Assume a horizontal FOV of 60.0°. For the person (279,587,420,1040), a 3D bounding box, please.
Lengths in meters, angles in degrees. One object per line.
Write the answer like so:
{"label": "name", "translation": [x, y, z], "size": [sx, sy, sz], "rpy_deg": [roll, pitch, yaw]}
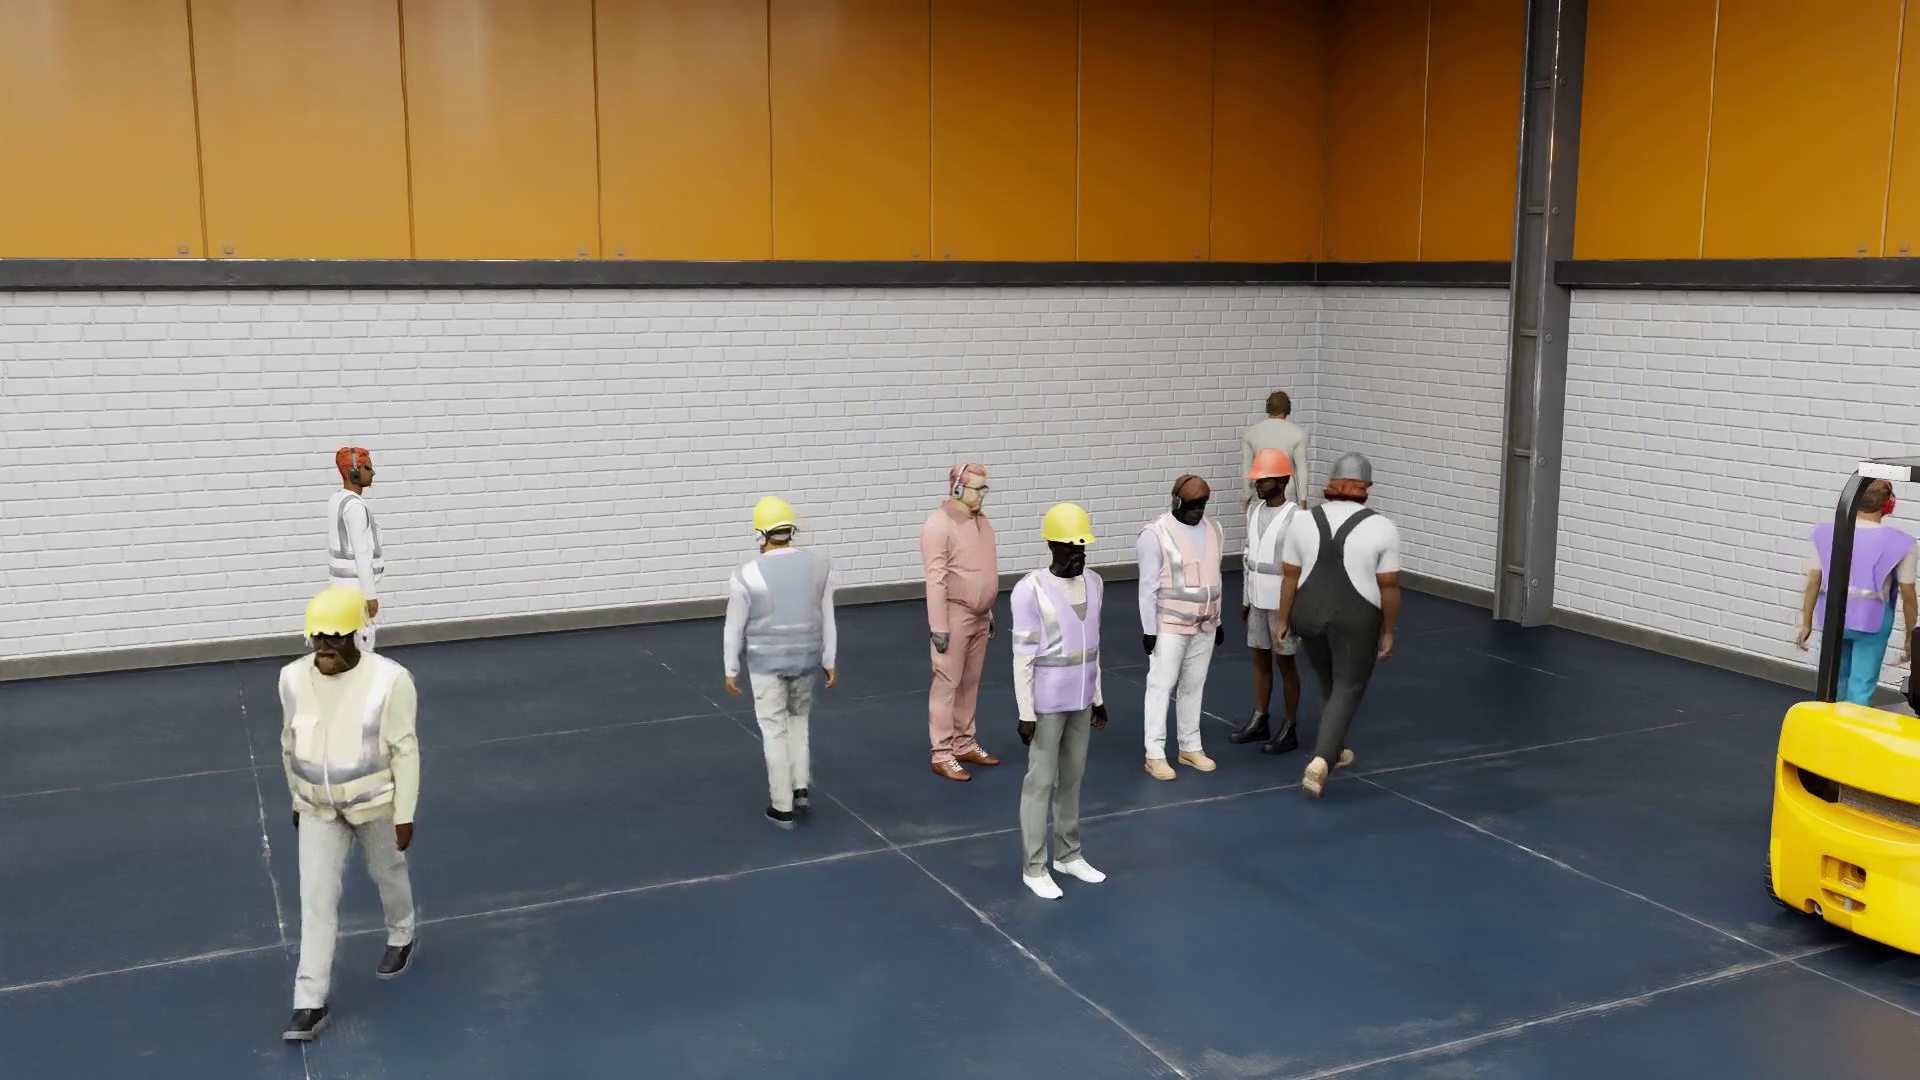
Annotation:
{"label": "person", "translation": [-2.506, 1.060, 6.838], "size": [0.601, 1.776, 0.957], "rpy_deg": [0, 9, 1]}

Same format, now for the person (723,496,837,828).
{"label": "person", "translation": [-1.007, 0.659, 9.183], "size": [0.620, 1.808, 0.545], "rpy_deg": [-5, 10, -26]}

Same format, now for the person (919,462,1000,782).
{"label": "person", "translation": [0.033, 0.476, 10.042], "size": [0.406, 1.906, 0.638], "rpy_deg": [5, 11, 30]}

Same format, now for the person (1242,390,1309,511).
{"label": "person", "translation": [2.943, -0.424, 15.521], "size": [0.635, 1.936, 0.355], "rpy_deg": [5, 10, 28]}

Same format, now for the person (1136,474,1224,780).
{"label": "person", "translation": [1.353, 0.514, 10.020], "size": [0.631, 1.835, 0.428], "rpy_deg": [-6, 11, -33]}

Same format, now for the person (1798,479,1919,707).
{"label": "person", "translation": [5.378, 0.528, 9.933], "size": [0.548, 1.825, 0.607], "rpy_deg": [-9, 13, -43]}

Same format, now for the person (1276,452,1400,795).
{"label": "person", "translation": [2.195, 0.449, 9.781], "size": [0.731, 2.000, 0.917], "rpy_deg": [7, 12, 37]}

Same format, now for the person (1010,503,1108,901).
{"label": "person", "translation": [0.504, 0.771, 8.134], "size": [0.593, 1.926, 0.366], "rpy_deg": [-9, 13, -44]}

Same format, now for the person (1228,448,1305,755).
{"label": "person", "translation": [1.963, 0.384, 10.508], "size": [0.379, 1.937, 0.548], "rpy_deg": [-5, 11, -30]}

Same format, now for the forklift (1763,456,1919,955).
{"label": "forklift", "translation": [4.857, 0.731, 7.561], "size": [2.313, 2.155, 1.214], "rpy_deg": [-4, 10, -25]}

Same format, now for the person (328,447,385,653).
{"label": "person", "translation": [-4.002, 0.318, 11.084], "size": [0.353, 1.883, 0.578], "rpy_deg": [-6, 11, -34]}
